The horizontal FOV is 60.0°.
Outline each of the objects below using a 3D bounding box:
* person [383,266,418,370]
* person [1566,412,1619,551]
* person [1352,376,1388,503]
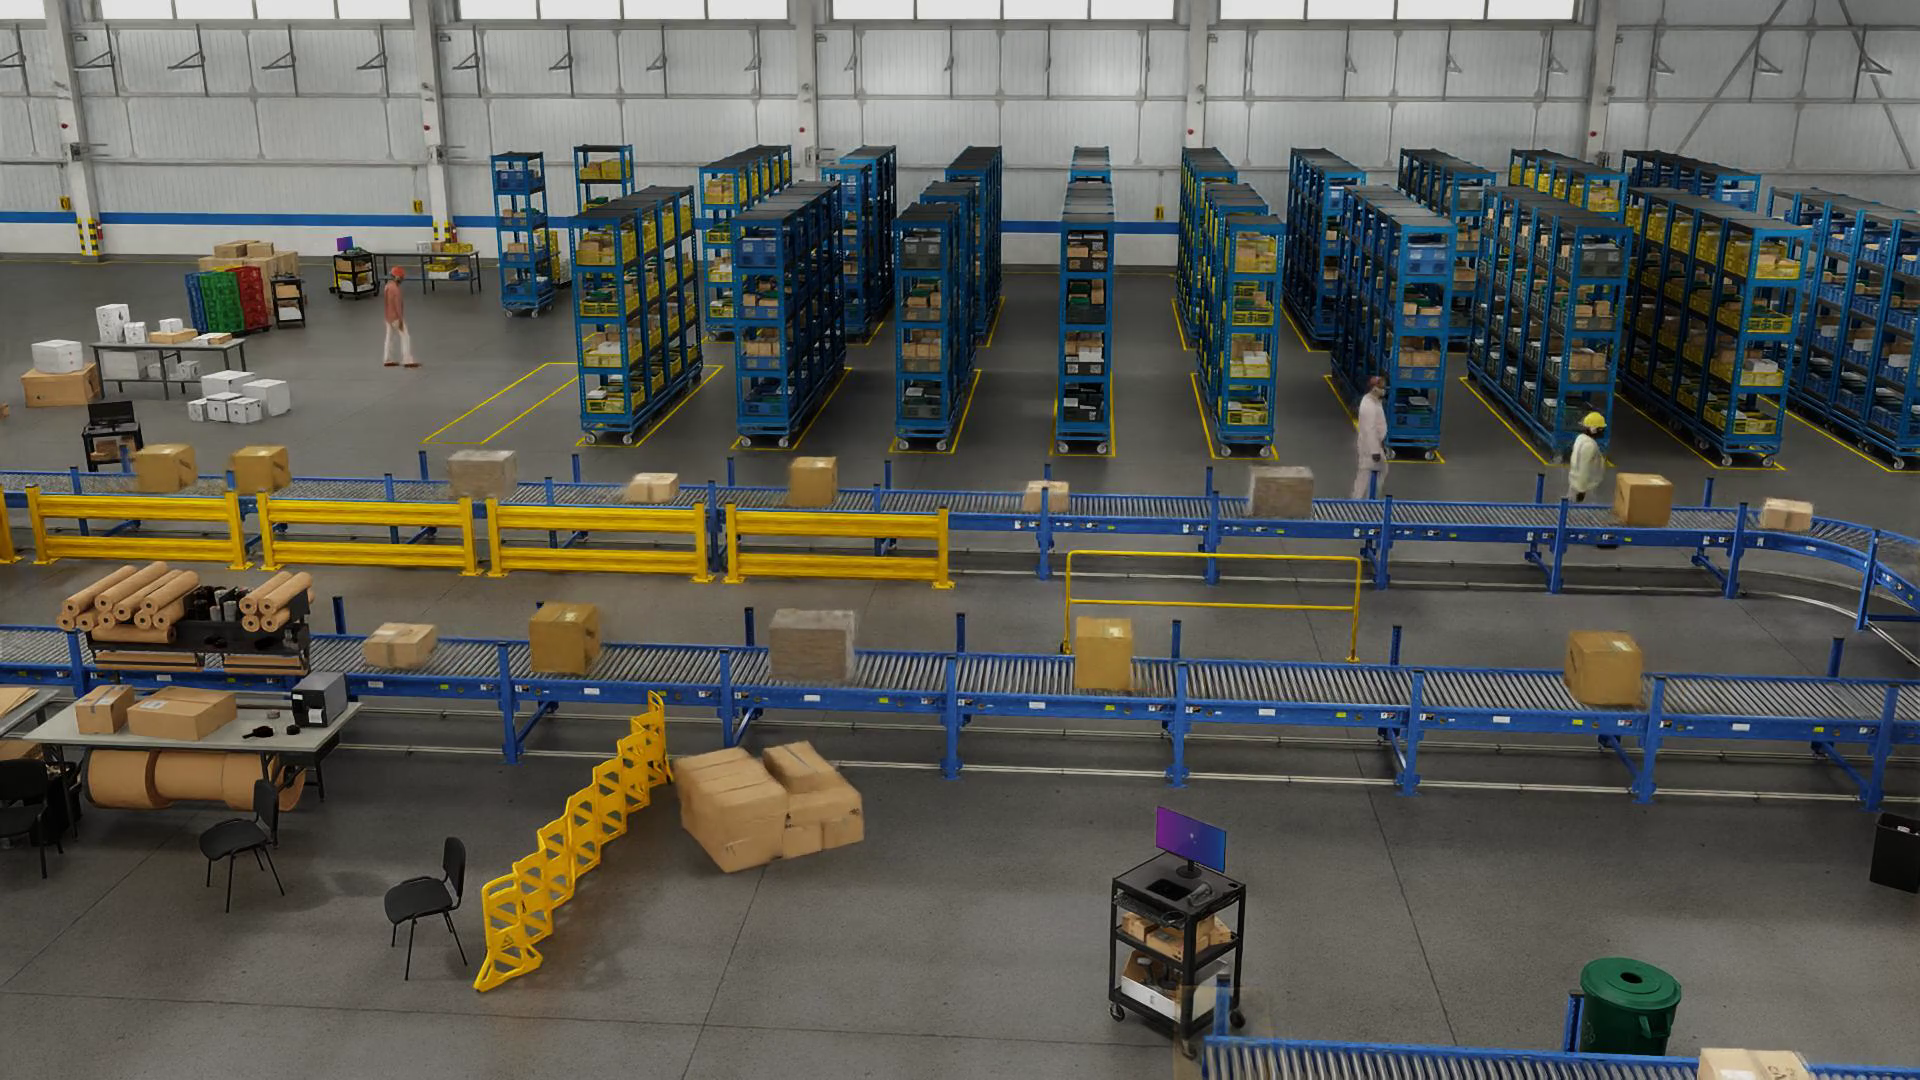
[{"bbox_3d":[-10.803,-4.267,31.897,0.651,1.963,0.504,17,24,42],"label":"person"},{"bbox_3d":[7.901,-0.748,21.020,0.915,1.788,0.607,3,18,8],"label":"person"},{"bbox_3d":[5.675,-1.293,22.574,0.664,1.883,0.668,5,18,15],"label":"person"}]
